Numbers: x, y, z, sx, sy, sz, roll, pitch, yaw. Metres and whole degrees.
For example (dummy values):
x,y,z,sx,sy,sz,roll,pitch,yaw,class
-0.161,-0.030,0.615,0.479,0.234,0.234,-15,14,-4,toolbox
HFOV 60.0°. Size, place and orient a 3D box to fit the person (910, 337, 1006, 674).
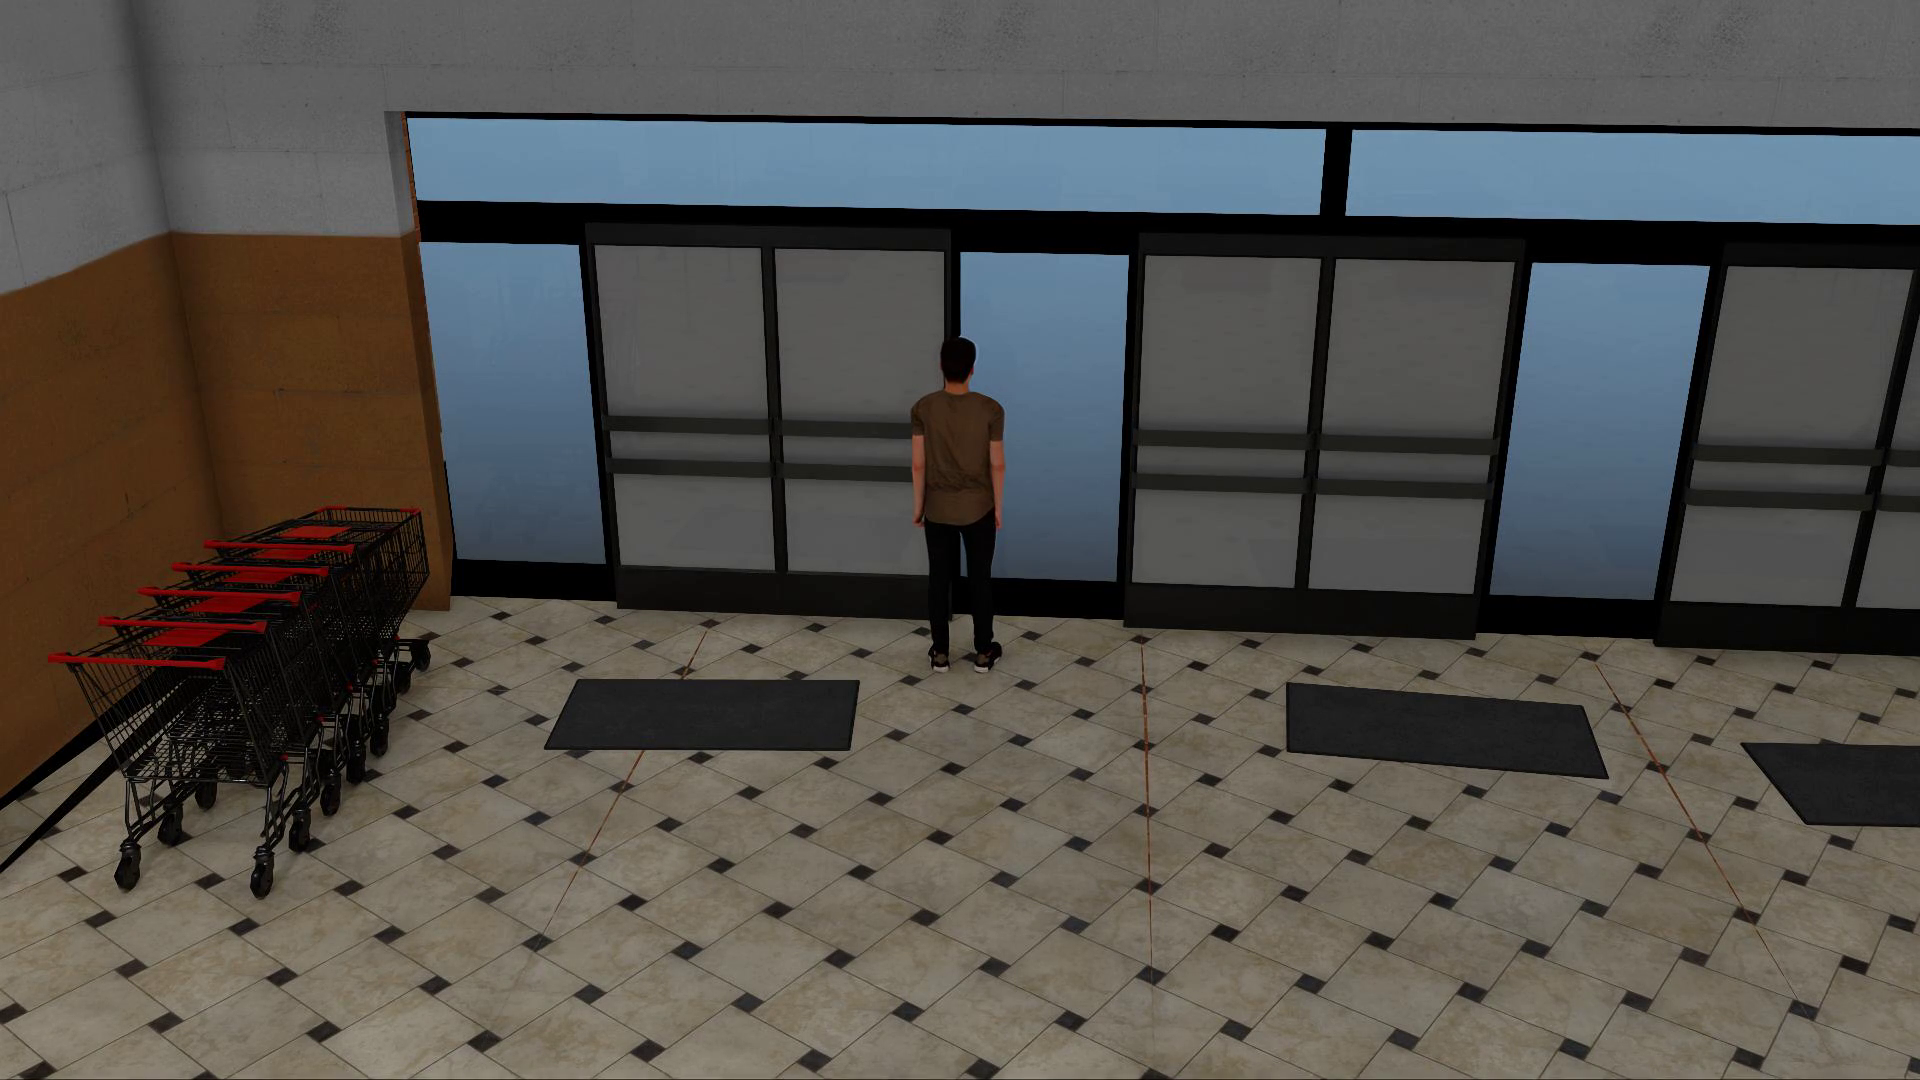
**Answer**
x,y,z,sx,sy,sz,roll,pitch,yaw,class
-0.009,-0.177,8.873,0.650,1.851,0.555,3,22,6,person
